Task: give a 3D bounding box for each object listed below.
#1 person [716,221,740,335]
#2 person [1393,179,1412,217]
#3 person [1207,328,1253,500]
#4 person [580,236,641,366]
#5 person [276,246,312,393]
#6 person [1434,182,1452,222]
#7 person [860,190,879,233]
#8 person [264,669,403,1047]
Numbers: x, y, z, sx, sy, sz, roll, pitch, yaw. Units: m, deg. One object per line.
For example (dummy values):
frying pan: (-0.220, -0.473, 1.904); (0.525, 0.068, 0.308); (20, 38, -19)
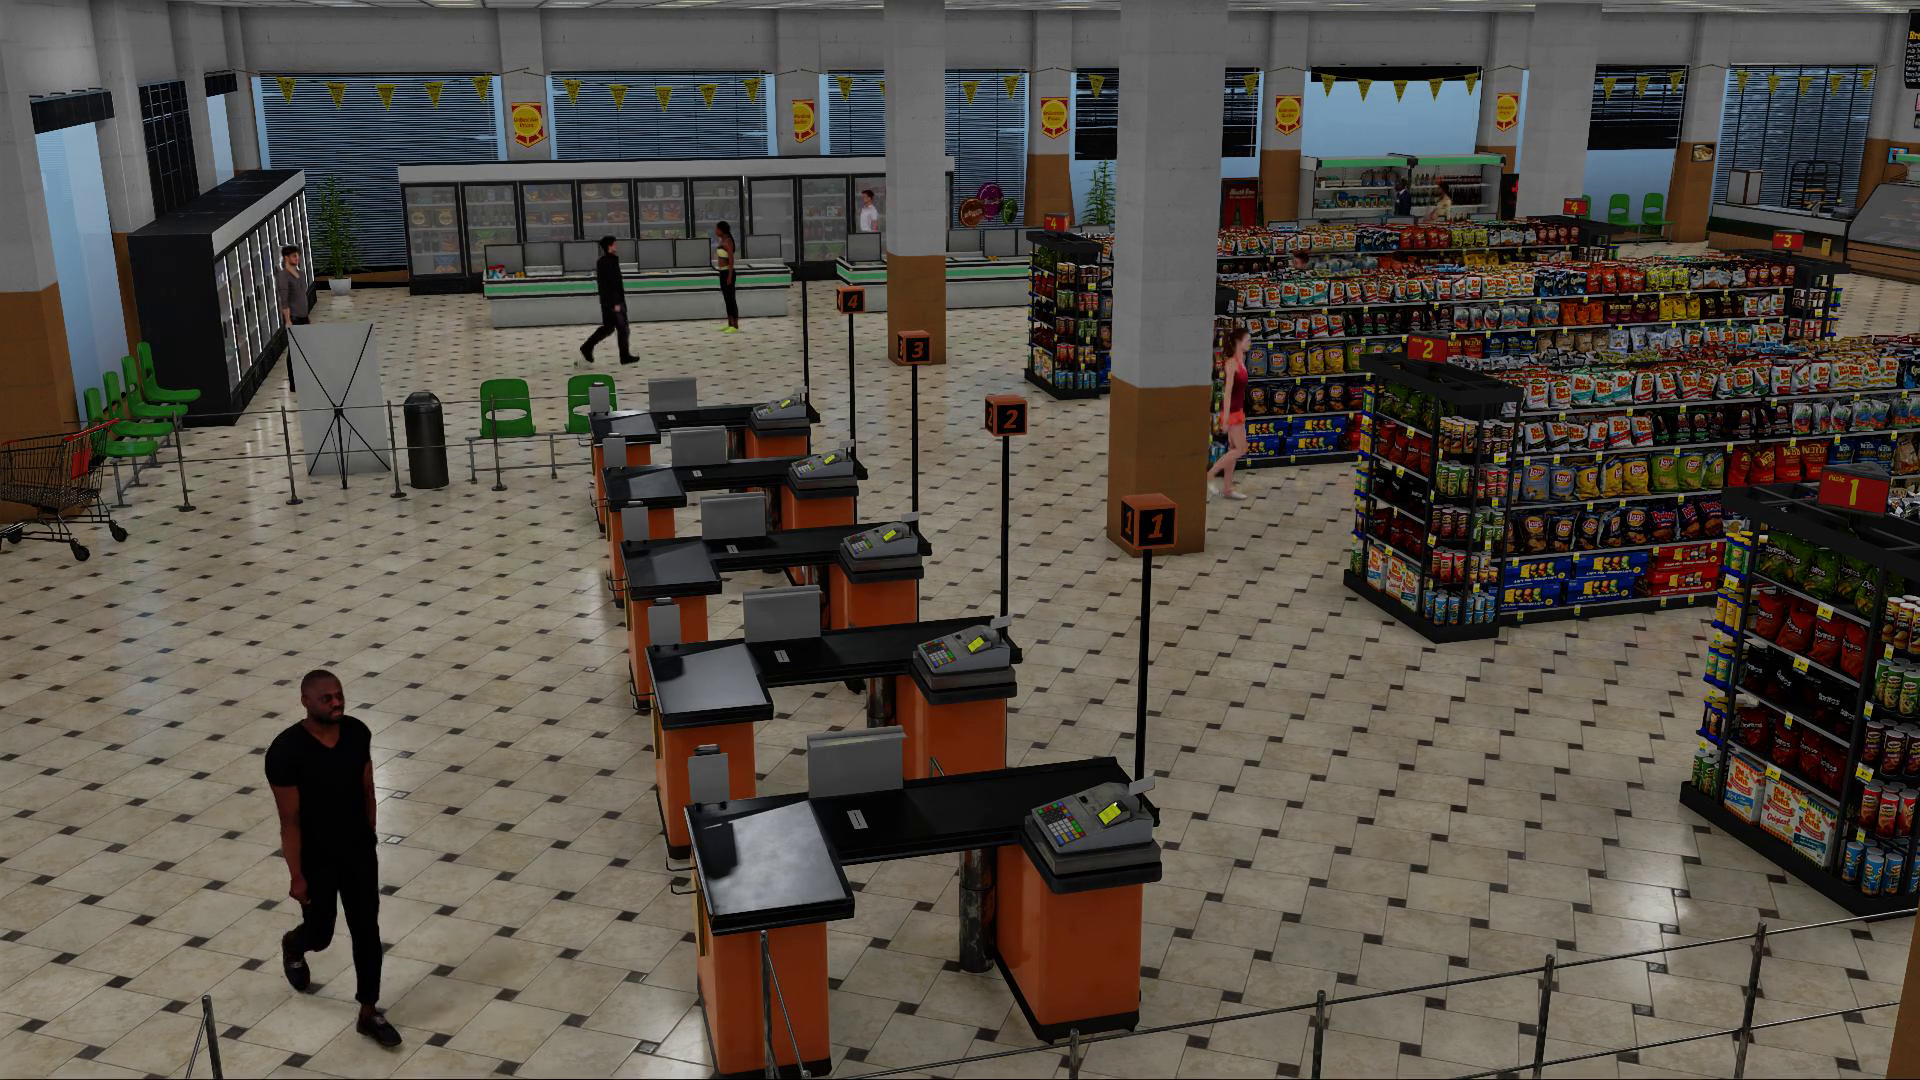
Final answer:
person: (-3.650, -4.145, 26.191); (0.551, 1.754, 0.598); (-8, 18, -23)
person: (8.854, -6.254, 33.044); (0.771, 1.808, 0.784); (2, 17, 8)
person: (2.673, -1.266, 16.733); (0.825, 1.740, 0.735); (5, 18, 17)
person: (-5.000, -3.350, 23.463); (1.166, 1.819, 0.951); (-11, 20, -33)
person: (-8.751, -2.921, 21.903); (0.715, 1.903, 0.770); (2, 17, 7)
person: (9.548, -6.108, 32.639); (1.094, 1.763, 0.641); (-3, 17, -9)
person: (-1.584, -5.451, 30.352); (0.985, 1.835, 0.720); (-7, 18, -21)
person: (-2.959, 1.449, 7.696); (1.076, 1.796, 1.118); (15, 22, 40)
